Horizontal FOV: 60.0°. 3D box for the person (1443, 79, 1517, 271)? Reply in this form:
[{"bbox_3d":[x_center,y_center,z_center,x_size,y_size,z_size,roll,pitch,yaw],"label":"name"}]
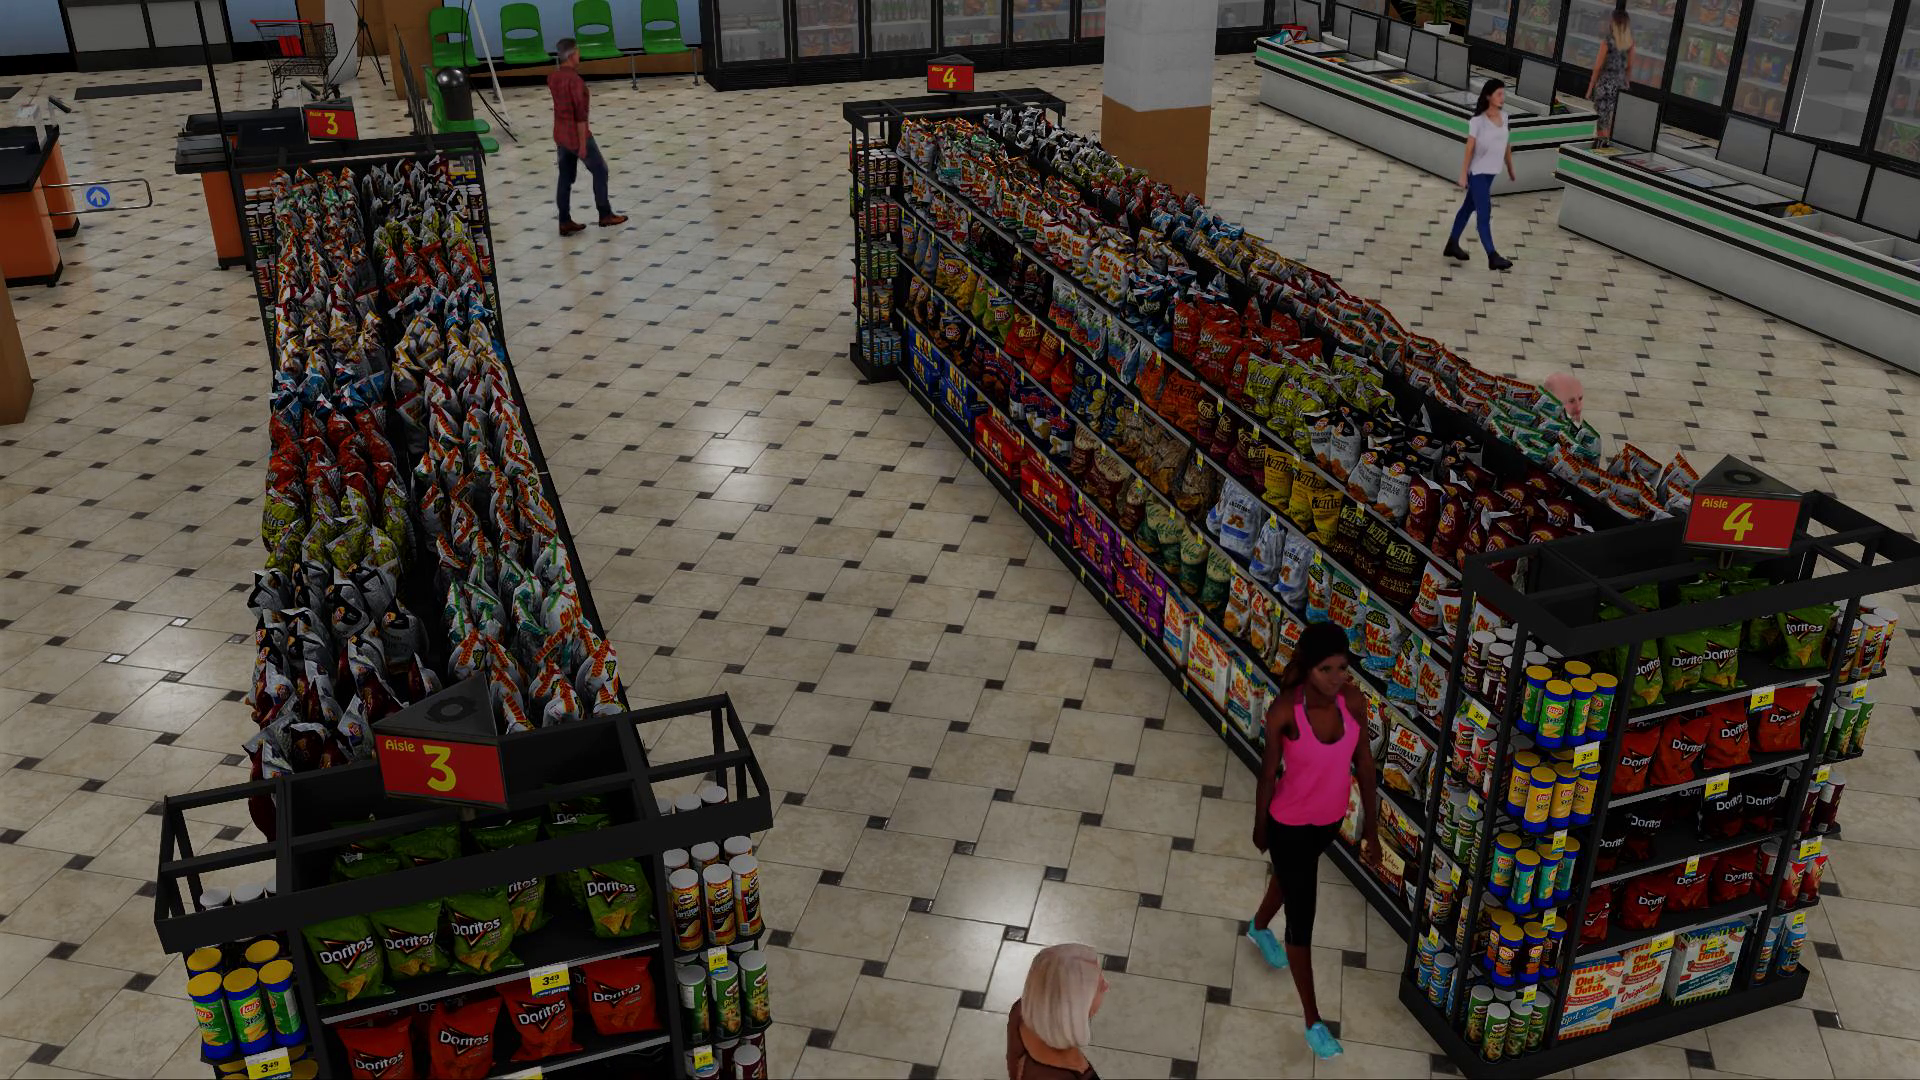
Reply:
[{"bbox_3d":[4.576,-3.252,14.844,0.839,1.648,1.102,-21,33,-35],"label":"person"}]

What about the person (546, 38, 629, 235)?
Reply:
[{"bbox_3d":[-3.728,-3.778,15.704,0.998,1.808,0.995,23,35,38],"label":"person"}]

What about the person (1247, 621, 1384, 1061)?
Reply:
[{"bbox_3d":[1.289,1.032,6.370,0.599,1.672,1.083,-8,28,-16],"label":"person"}]

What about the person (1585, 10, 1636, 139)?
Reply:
[{"bbox_3d":[7.002,-4.770,17.789,0.594,1.692,0.583,-8,28,-15],"label":"person"}]

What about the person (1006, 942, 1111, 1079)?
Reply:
[{"bbox_3d":[0.172,1.845,4.694,0.684,1.737,0.695,-7,28,-13],"label":"person"}]
